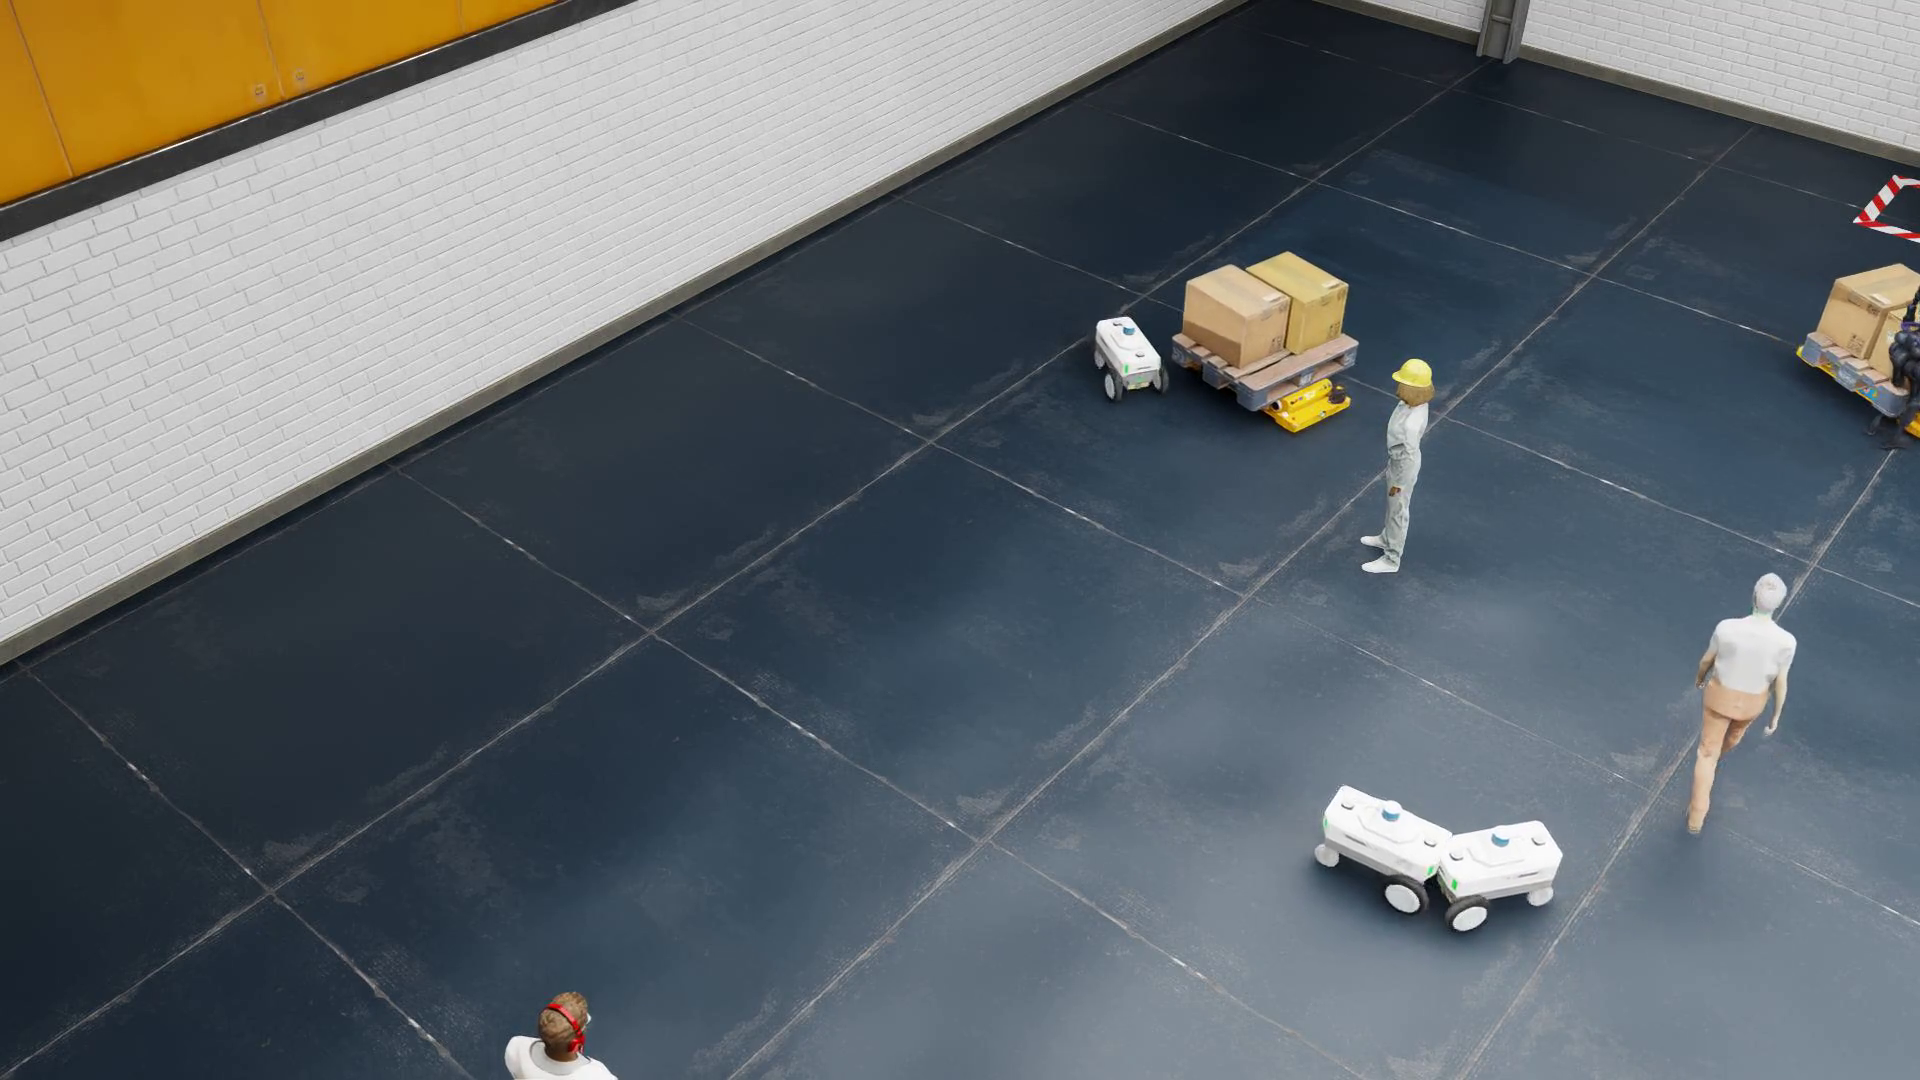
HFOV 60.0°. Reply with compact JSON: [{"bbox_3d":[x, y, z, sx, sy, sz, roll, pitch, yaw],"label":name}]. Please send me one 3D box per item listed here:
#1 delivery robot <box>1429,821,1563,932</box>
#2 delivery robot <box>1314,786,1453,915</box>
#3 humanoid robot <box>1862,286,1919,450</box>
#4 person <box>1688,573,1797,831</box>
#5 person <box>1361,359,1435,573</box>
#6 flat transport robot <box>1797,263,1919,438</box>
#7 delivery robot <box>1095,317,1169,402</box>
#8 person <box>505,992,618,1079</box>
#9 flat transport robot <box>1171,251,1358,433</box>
[{"bbox_3d":[3.084,1.904,9.693,0.774,0.592,0.499,-8,40,-10],"label":"delivery robot"},{"bbox_3d":[2.519,1.783,9.839,0.789,0.587,0.499,23,44,26],"label":"delivery robot"},{"bbox_3d":[7.496,-1.487,13.005,0.324,1.648,0.597,-6,39,-8],"label":"humanoid robot"},{"bbox_3d":[4.687,0.899,10.039,0.478,1.682,0.924,12,41,15],"label":"person"},{"bbox_3d":[3.098,-0.527,11.764,0.302,1.744,0.483,8,40,10],"label":"person"},{"bbox_3d":[7.811,-1.328,13.935,0.659,0.231,1.431,-14,41,-17],"label":"flat transport robot"},{"bbox_3d":[1.415,-1.531,13.971,0.499,0.611,0.792,-11,40,-13],"label":"delivery robot"},{"bbox_3d":[-1.746,2.739,7.643,0.568,1.832,0.403,15,41,17],"label":"person"},{"bbox_3d":[2.546,-1.406,14.031,0.659,0.231,1.431,-25,45,-27],"label":"flat transport robot"}]
